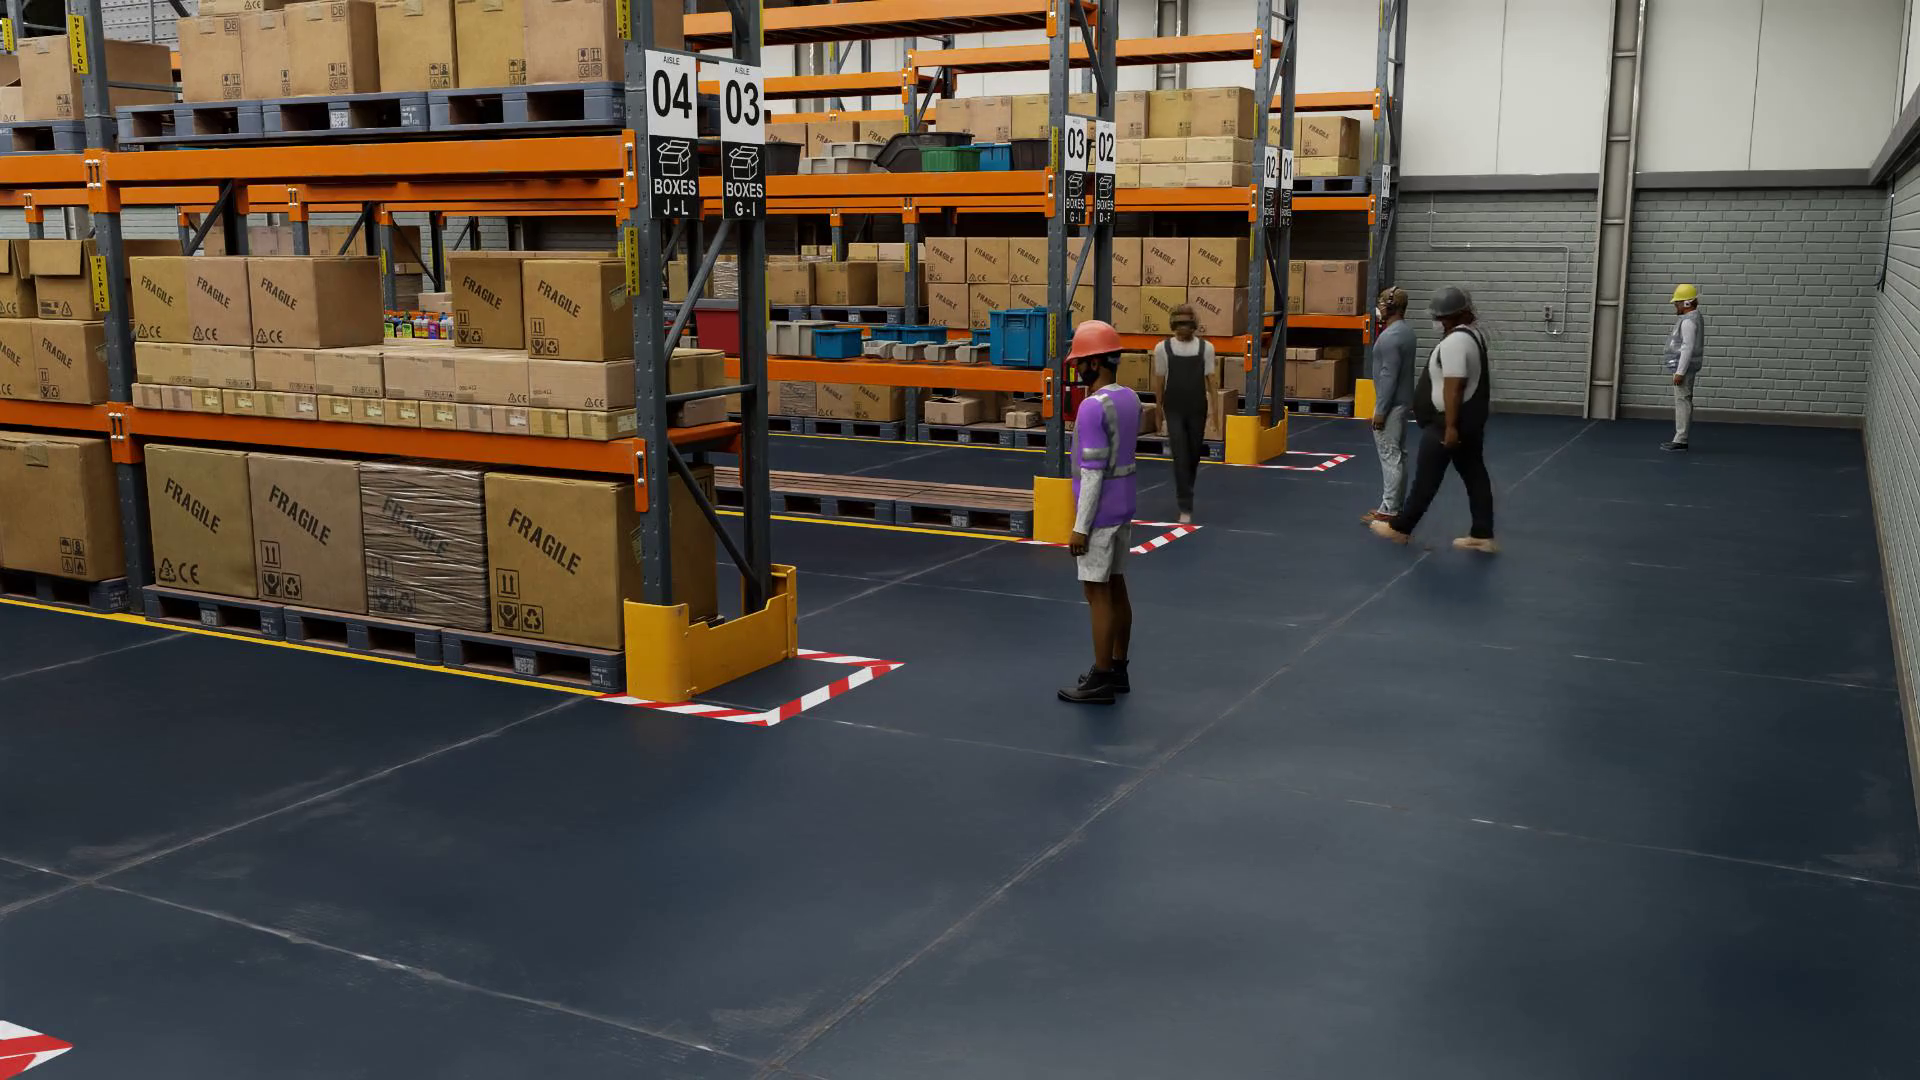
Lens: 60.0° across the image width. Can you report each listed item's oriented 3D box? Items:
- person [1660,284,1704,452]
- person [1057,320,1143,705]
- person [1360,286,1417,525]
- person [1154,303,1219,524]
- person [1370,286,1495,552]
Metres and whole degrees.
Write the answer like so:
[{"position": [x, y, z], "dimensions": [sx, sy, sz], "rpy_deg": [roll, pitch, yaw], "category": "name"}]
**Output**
[{"position": [7.892, -1.878, 18.170], "dimensions": [0.404, 1.828, 0.587], "rpy_deg": [5, 12, 27], "category": "person"}, {"position": [0.696, -0.136, 8.379], "dimensions": [0.363, 1.933, 0.543], "rpy_deg": [5, 12, 27], "category": "person"}, {"position": [3.495, -1.080, 13.512], "dimensions": [0.373, 1.940, 0.630], "rpy_deg": [5, 12, 27], "category": "person"}, {"position": [1.873, -1.076, 13.906], "dimensions": [0.534, 1.818, 0.885], "rpy_deg": [0, 10, 0], "category": "person"}, {"position": [3.589, -0.935, 12.442], "dimensions": [0.998, 2.000, 0.737], "rpy_deg": [7, 13, 34], "category": "person"}]
